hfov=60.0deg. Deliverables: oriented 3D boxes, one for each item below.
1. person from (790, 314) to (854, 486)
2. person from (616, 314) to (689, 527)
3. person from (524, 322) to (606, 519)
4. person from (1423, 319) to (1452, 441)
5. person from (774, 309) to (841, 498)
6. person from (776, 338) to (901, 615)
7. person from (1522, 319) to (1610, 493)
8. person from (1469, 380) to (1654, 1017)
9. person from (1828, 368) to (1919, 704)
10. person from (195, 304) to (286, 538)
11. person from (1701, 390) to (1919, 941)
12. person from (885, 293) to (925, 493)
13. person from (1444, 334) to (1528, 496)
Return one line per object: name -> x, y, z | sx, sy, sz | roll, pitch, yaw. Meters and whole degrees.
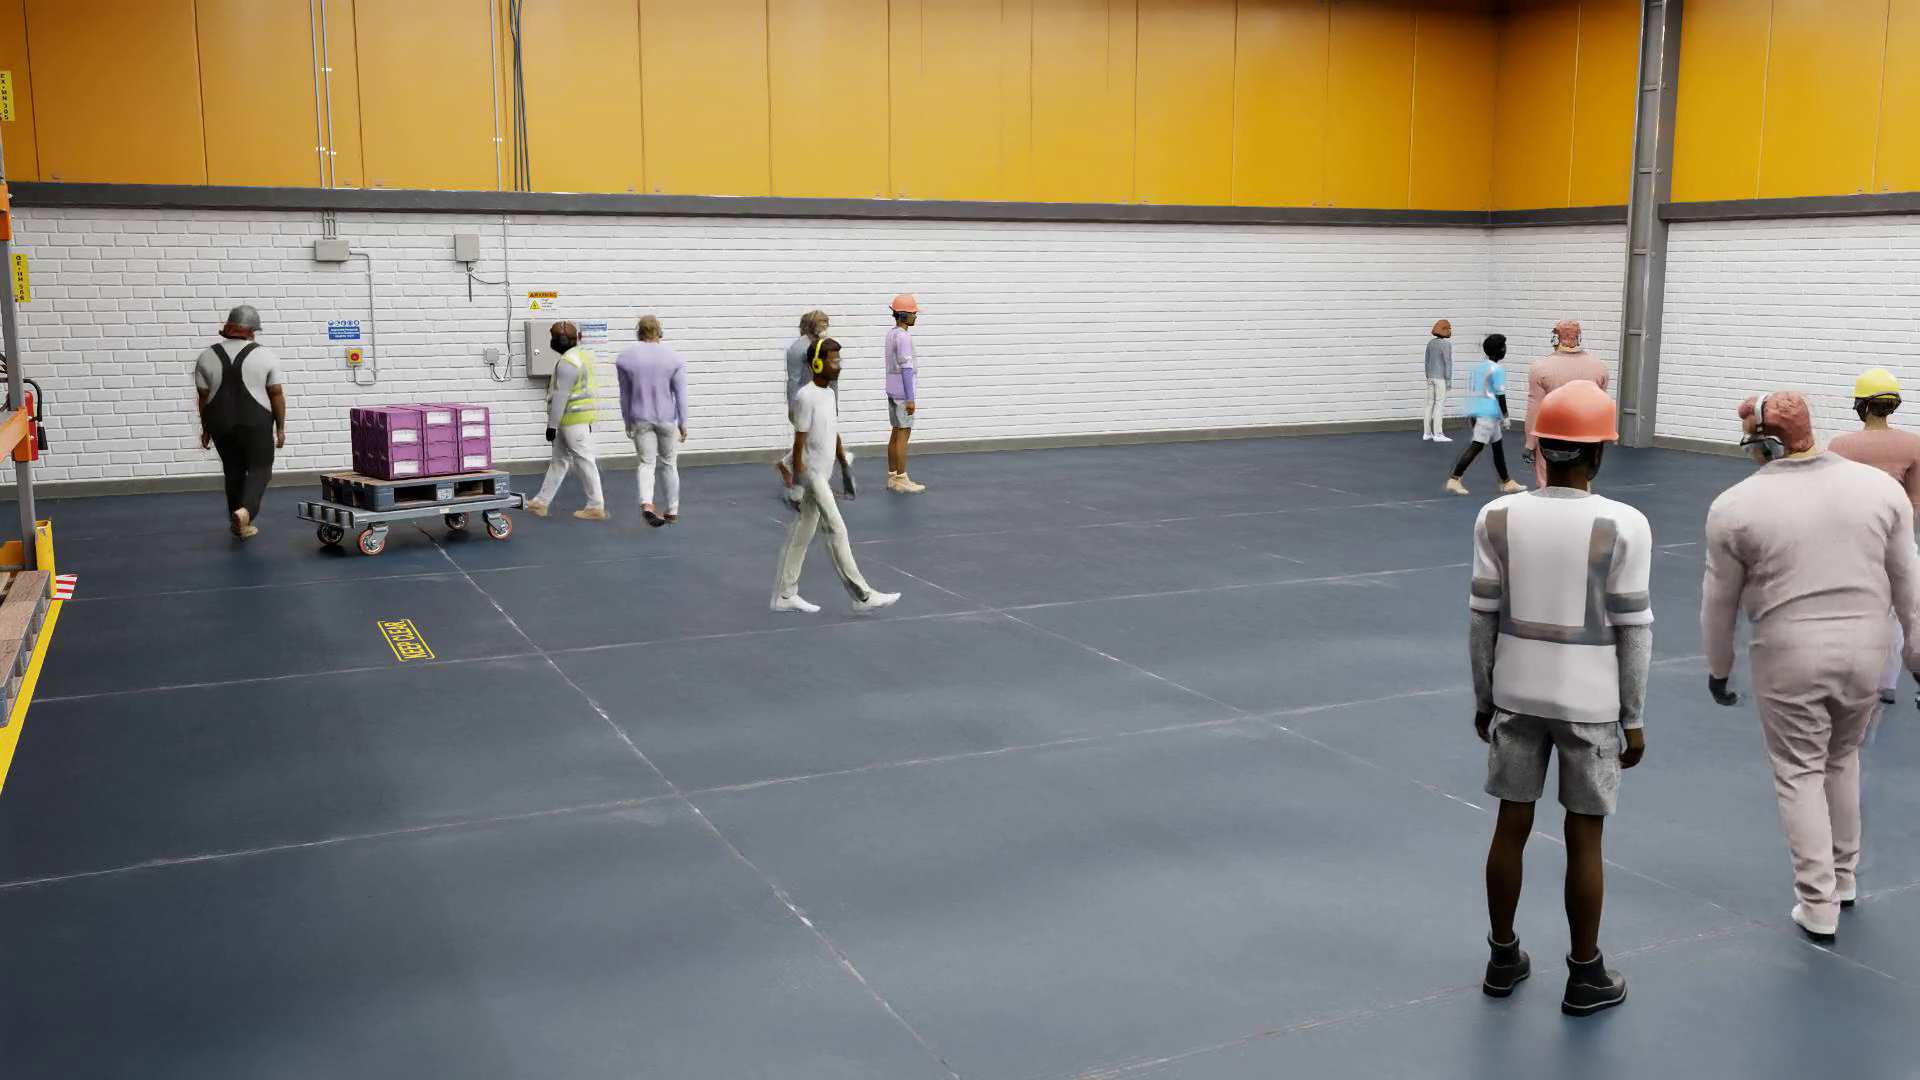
person -> -1.506, -1.495, 17.701 | 0.775, 1.839, 0.547 | -5, 10, -29
person -> -2.715, -1.039, 14.714 | 0.633, 1.905, 0.799 | -1, 9, -8
person -> -3.678, -1.077, 15.183 | 0.901, 1.802, 0.659 | -1, 9, -3
person -> 6.420, -2.137, 22.302 | 0.270, 1.632, 0.504 | -3, 10, -19
person -> -1.570, -1.384, 16.839 | 0.830, 1.906, 0.648 | 7, 11, 35
person -> -0.815, -0.402, 10.933 | 0.933, 1.825, 0.558 | 2, 9, 12
person -> 4.701, -0.771, 12.997 | 0.641, 1.905, 0.410 | -1, 9, -6
person -> 1.840, 0.481, 5.113 | 0.542, 1.939, 0.368 | 8, 12, 39
person -> 4.737, -0.011, 8.698 | 0.523, 1.769, 0.324 | -1, 9, -5
person -> -6.016, -0.988, 13.915 | 0.711, 2.000, 0.794 | -1, 9, -5
person -> 2.937, 0.413, 5.795 | 0.726, 1.858, 0.700 | 1, 9, 5
person -> -0.570, -1.505, 17.112 | 0.373, 2.042, 0.614 | -3, 10, -17
person -> 5.341, -1.267, 16.857 | 0.905, 1.649, 0.544 | 0, 9, -2
